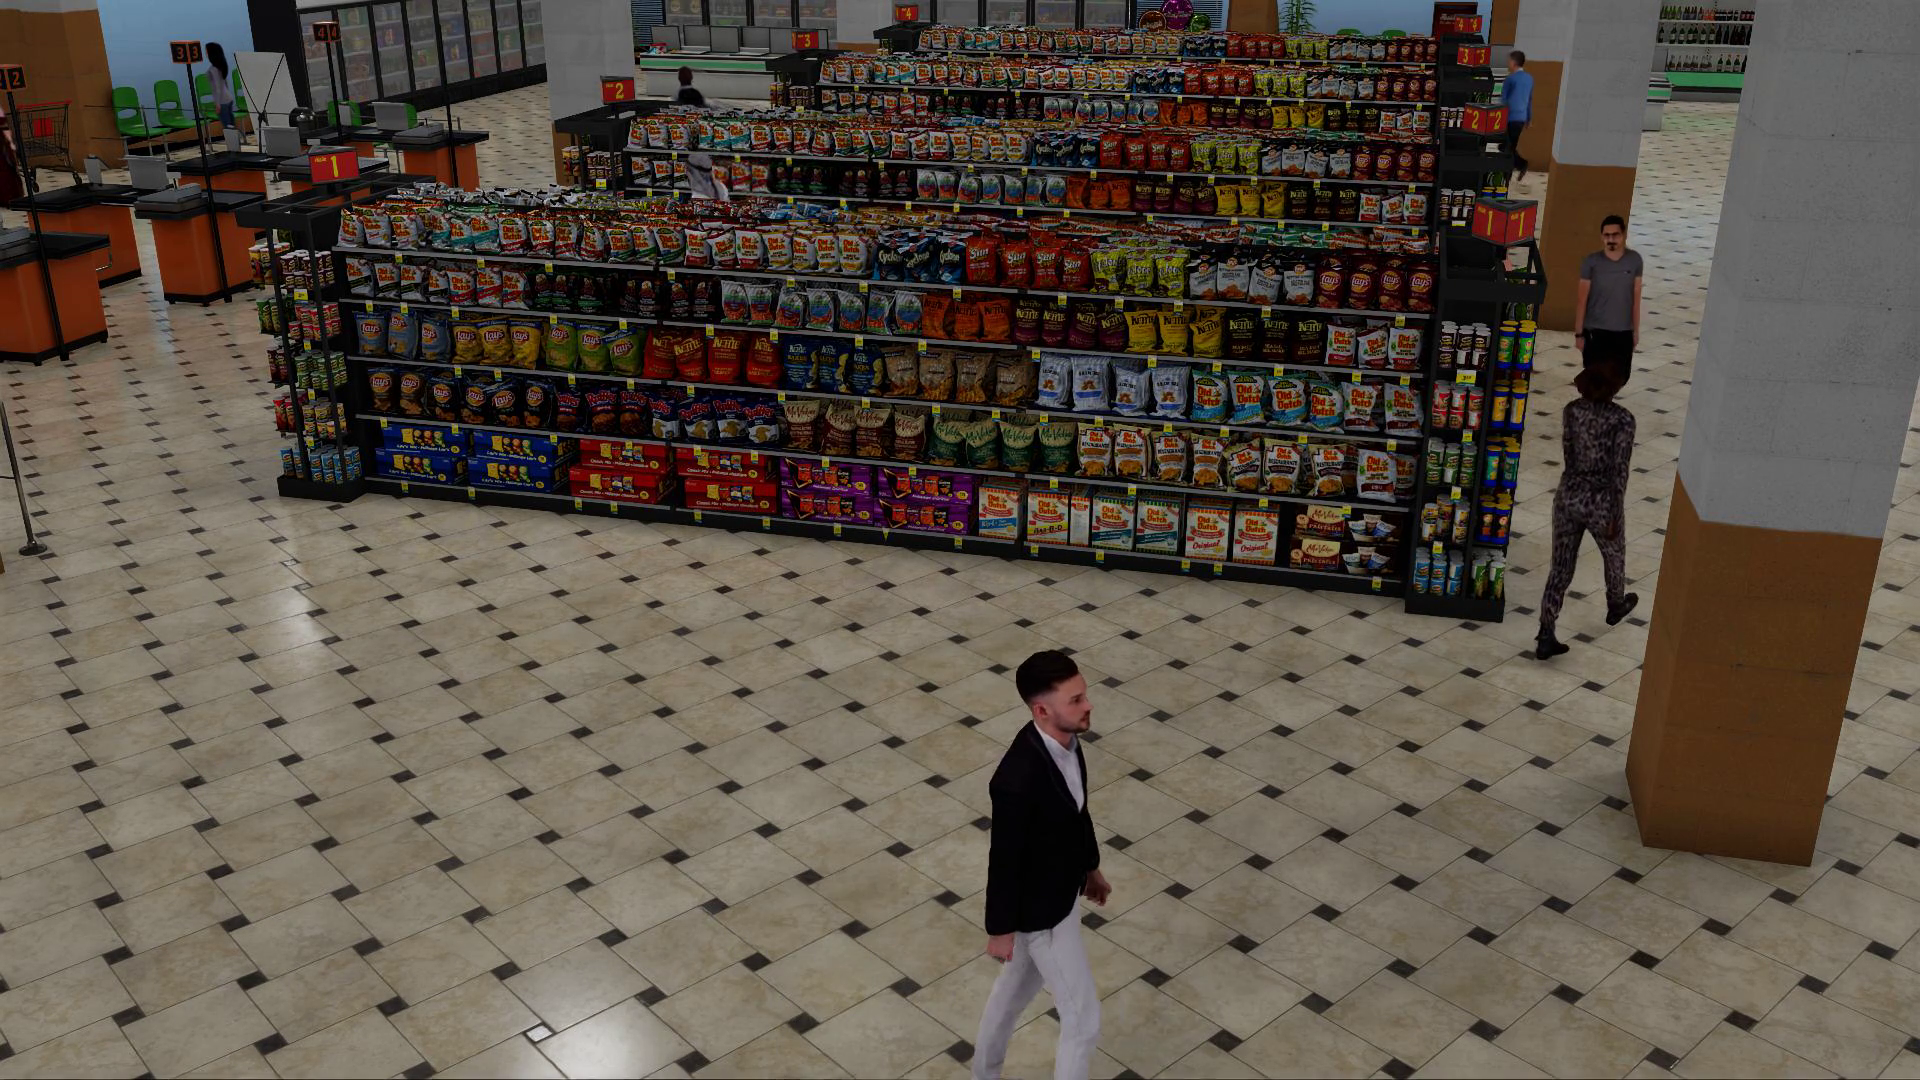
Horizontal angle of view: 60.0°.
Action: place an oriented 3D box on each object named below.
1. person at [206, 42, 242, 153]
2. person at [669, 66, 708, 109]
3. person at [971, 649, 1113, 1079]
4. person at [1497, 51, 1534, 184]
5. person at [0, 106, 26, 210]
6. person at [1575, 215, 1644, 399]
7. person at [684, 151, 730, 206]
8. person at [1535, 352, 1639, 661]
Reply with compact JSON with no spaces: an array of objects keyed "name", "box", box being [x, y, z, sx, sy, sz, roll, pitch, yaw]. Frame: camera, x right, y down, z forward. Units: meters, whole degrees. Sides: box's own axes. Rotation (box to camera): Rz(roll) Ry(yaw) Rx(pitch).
[{"name":"person","box":[-10.937,-6.512,24.746,0.619,1.736,0.660,-1,22,-2]},{"name":"person","box":[-3.366,-4.991,20.876,1.135,1.798,1.134,-9,24,-21]},{"name":"person","box":[0.173,1.182,5.486,0.873,1.820,0.678,7,23,16]},{"name":"person","box":[7.641,-5.769,22.832,1.064,1.785,1.093,-8,23,-19]},{"name":"person","box":[-12.351,-5.078,21.315,0.625,1.633,0.789,12,25,27]},{"name":"person","box":[4.823,-1.579,12.471,0.863,1.735,0.827,0,22,0]},{"name":"person","box":[-2.053,-2.305,14.070,1.260,1.891,0.829,10,24,23]},{"name":"person","box":[3.323,-0.140,8.974,1.076,1.672,1.133,-16,27,-35]}]
